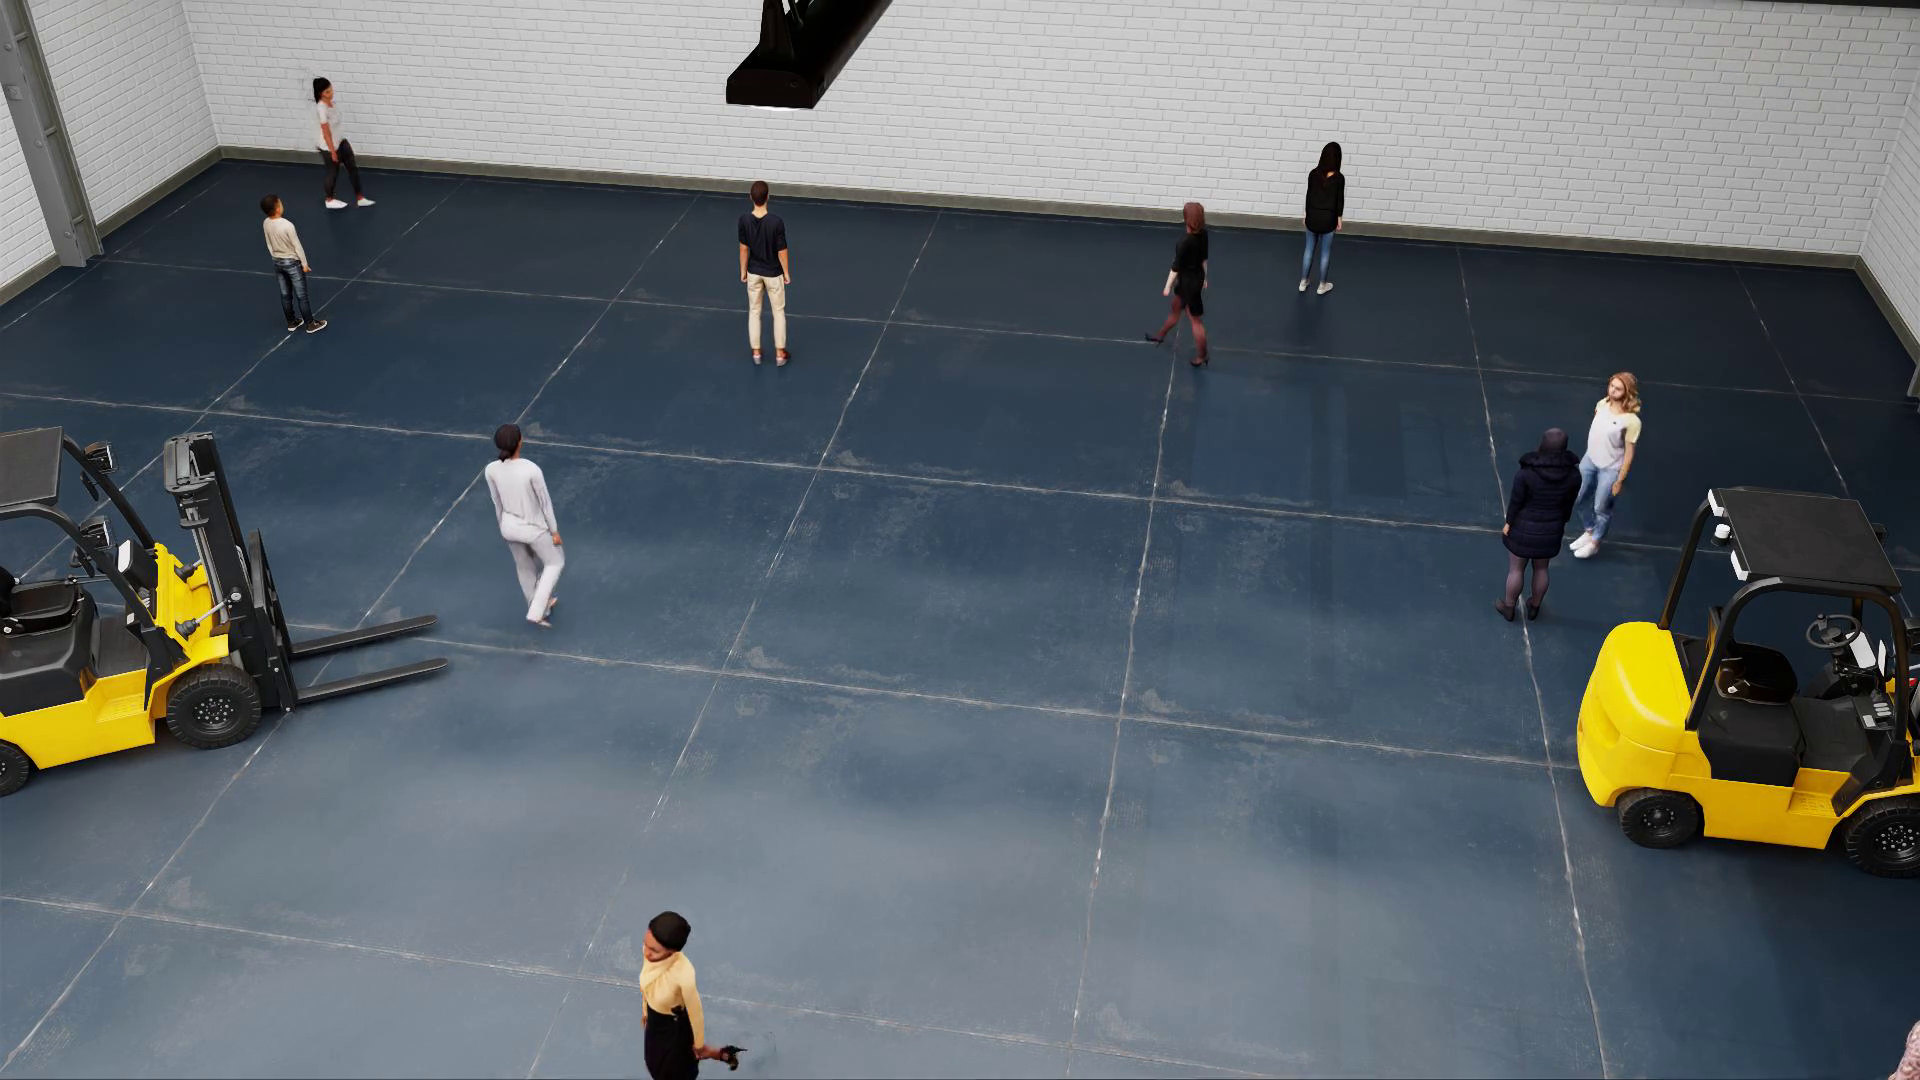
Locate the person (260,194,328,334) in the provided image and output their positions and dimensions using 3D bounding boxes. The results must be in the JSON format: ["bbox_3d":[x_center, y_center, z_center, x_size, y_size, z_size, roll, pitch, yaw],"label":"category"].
[{"bbox_3d":[-6.809,-2.799,16.836,0.579,1.465,0.541,10,35,15],"label":"person"}]

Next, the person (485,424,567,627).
[{"bbox_3d":[-3.274,-0.055,12.473,0.677,1.726,0.789,7,34,11],"label":"person"}]

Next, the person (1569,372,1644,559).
[{"bbox_3d":[5.230,-0.604,13.312,0.827,1.712,0.738,-16,37,-23],"label":"person"}]

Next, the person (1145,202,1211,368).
[{"bbox_3d":[2.301,-2.420,16.078,0.951,1.673,1.039,23,40,31],"label":"person"}]

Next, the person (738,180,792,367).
[{"bbox_3d":[-1.893,-2.592,16.176,0.625,1.852,0.531,5,34,8],"label":"person"}]

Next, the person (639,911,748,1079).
[{"bbox_3d":[-1.433,2.510,8.692,0.920,1.641,0.833,-27,42,-34],"label":"person"}]

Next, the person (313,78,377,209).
[{"bbox_3d":[-7.387,-4.624,19.453,0.682,1.608,0.795,-2,34,-3],"label":"person"}]

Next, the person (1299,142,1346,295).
[{"bbox_3d":[3.832,-3.415,17.599,0.636,1.646,0.611,16,37,23],"label":"person"}]

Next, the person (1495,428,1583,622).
[{"bbox_3d":[4.371,-0.116,12.610,0.722,1.675,0.705,-1,34,-1],"label":"person"}]
